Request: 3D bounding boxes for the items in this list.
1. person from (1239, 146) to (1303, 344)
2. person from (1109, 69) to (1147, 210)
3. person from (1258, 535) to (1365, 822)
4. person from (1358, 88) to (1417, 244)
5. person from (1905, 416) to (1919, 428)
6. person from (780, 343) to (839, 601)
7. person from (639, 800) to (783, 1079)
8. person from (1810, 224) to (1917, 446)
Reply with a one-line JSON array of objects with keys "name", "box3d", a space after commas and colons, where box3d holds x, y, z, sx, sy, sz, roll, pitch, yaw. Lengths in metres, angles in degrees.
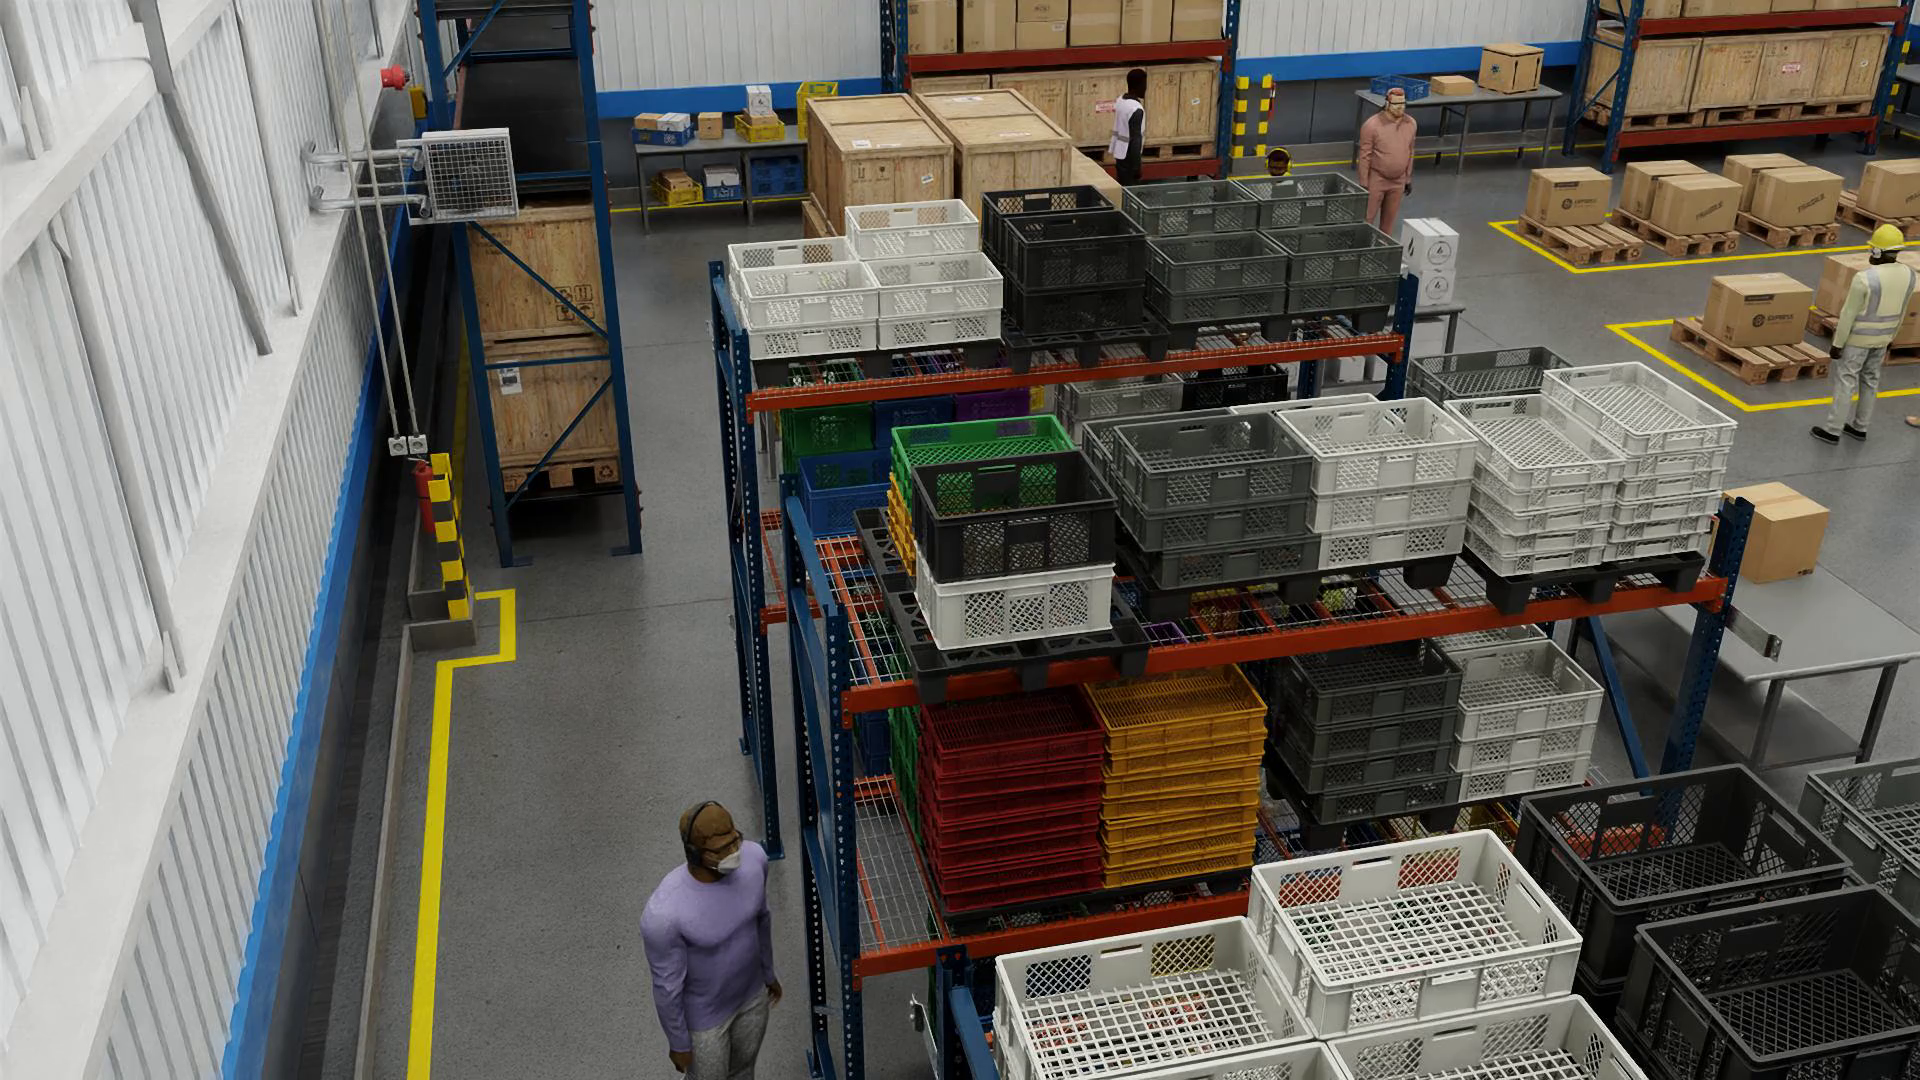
[{"name": "person", "box3d": [2.891, -2.742, 15.526, 0.509, 1.864, 0.328, 8, 29, 14]}, {"name": "person", "box3d": [1.839, -4.192, 18.227, 0.382, 1.912, 0.593, -6, 28, -12]}, {"name": "person", "box3d": [1.909, 0.749, 8.951, 0.653, 1.832, 0.431, 15, 31, 26]}, {"name": "person", "box3d": [4.467, -3.773, 17.435, 0.642, 1.909, 0.410, -9, 29, -16]}, {"name": "person", "box3d": [8.280, -1.746, 13.828, 0.546, 1.685, 0.325, -13, 30, -22]}, {"name": "person", "box3d": [-1.003, -0.517, 11.281, 0.346, 1.881, 0.578, 14, 31, 25]}, {"name": "person", "box3d": [-0.959, 1.863, 6.708, 0.372, 1.940, 0.631, 18, 33, 31]}, {"name": "person", "box3d": [7.349, -1.659, 13.514, 0.596, 1.824, 0.403, -8, 29, -15]}]
